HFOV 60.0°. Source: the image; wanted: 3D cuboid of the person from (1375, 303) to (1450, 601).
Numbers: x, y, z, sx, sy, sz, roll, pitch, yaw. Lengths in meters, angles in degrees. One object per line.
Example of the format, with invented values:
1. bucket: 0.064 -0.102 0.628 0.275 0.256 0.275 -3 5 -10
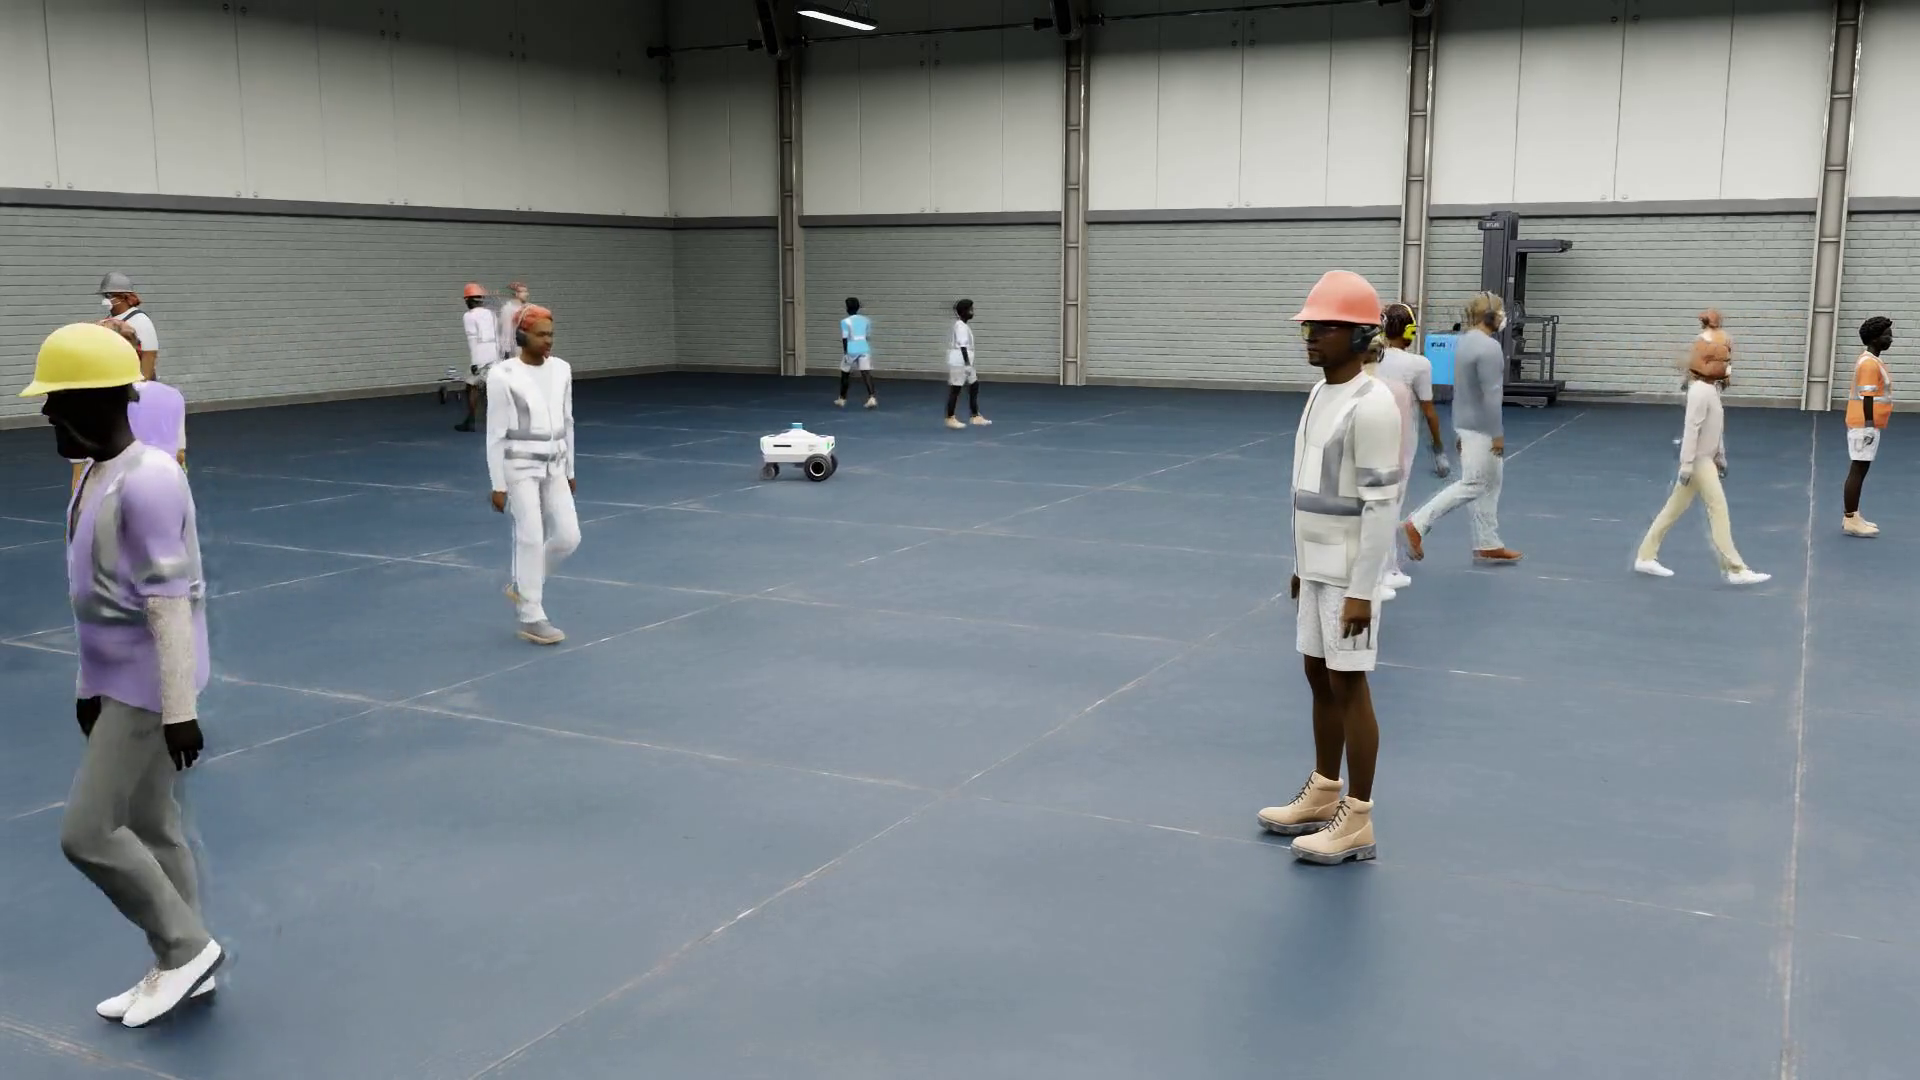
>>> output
1. person: 2.797 -0.552 10.426 0.777 1.842 0.531 -7 12 -38

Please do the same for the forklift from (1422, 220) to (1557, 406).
1. forklift: 8.245 -3.527 25.720 1.873 2.768 1.129 5 10 27

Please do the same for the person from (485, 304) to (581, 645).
1. person: -2.363 -0.365 9.190 0.459 1.866 0.610 6 11 34

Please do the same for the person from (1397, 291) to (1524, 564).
1. person: 3.521 -0.769 11.577 0.844 1.913 0.637 1 9 5

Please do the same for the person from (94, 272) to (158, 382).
1. person: -7.465 -1.340 14.813 0.683 2.000 0.537 7 11 36

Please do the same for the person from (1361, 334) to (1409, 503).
1. person: 2.288 -0.366 9.575 0.551 1.737 0.556 3 10 16

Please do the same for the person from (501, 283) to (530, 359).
1. person: -6.519 -2.927 25.020 0.973 1.856 0.659 4 10 21

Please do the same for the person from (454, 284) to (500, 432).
1. person: -6.020 -2.319 21.233 0.905 1.892 0.581 4 10 24

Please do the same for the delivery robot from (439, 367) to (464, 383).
1. delivery robot: -7.954 -2.600 26.066 0.335 0.223 0.698 -5 11 -29

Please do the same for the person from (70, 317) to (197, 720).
1. person: -3.604 -0.040 7.256 0.394 1.846 0.564 5 10 28

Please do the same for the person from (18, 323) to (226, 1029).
1. person: -2.250 0.379 4.466 0.428 1.908 0.622 -7 12 -37

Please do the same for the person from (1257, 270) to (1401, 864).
1. person: 1.302 0.091 5.834 0.362 2.048 0.613 -2 9 -9

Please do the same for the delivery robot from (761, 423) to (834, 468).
1. delivery robot: -1.613 -0.920 16.503 0.707 0.478 0.477 1 9 3

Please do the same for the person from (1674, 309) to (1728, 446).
1. person: 8.372 -1.804 18.838 0.536 1.606 0.776 -6 11 -33

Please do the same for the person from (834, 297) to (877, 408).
1. person: -1.545 -2.801 24.880 0.538 1.655 0.862 -7 11 -35

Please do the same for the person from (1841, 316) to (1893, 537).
1. person: 7.078 -0.890 12.965 0.315 1.696 0.540 5 10 27

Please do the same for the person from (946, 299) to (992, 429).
1. person: 0.141 -2.271 21.525 0.712 1.670 0.557 1 9 4

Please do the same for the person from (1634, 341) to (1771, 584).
1. person: 4.916 -0.517 10.990 0.851 1.583 0.516 5 11 29
